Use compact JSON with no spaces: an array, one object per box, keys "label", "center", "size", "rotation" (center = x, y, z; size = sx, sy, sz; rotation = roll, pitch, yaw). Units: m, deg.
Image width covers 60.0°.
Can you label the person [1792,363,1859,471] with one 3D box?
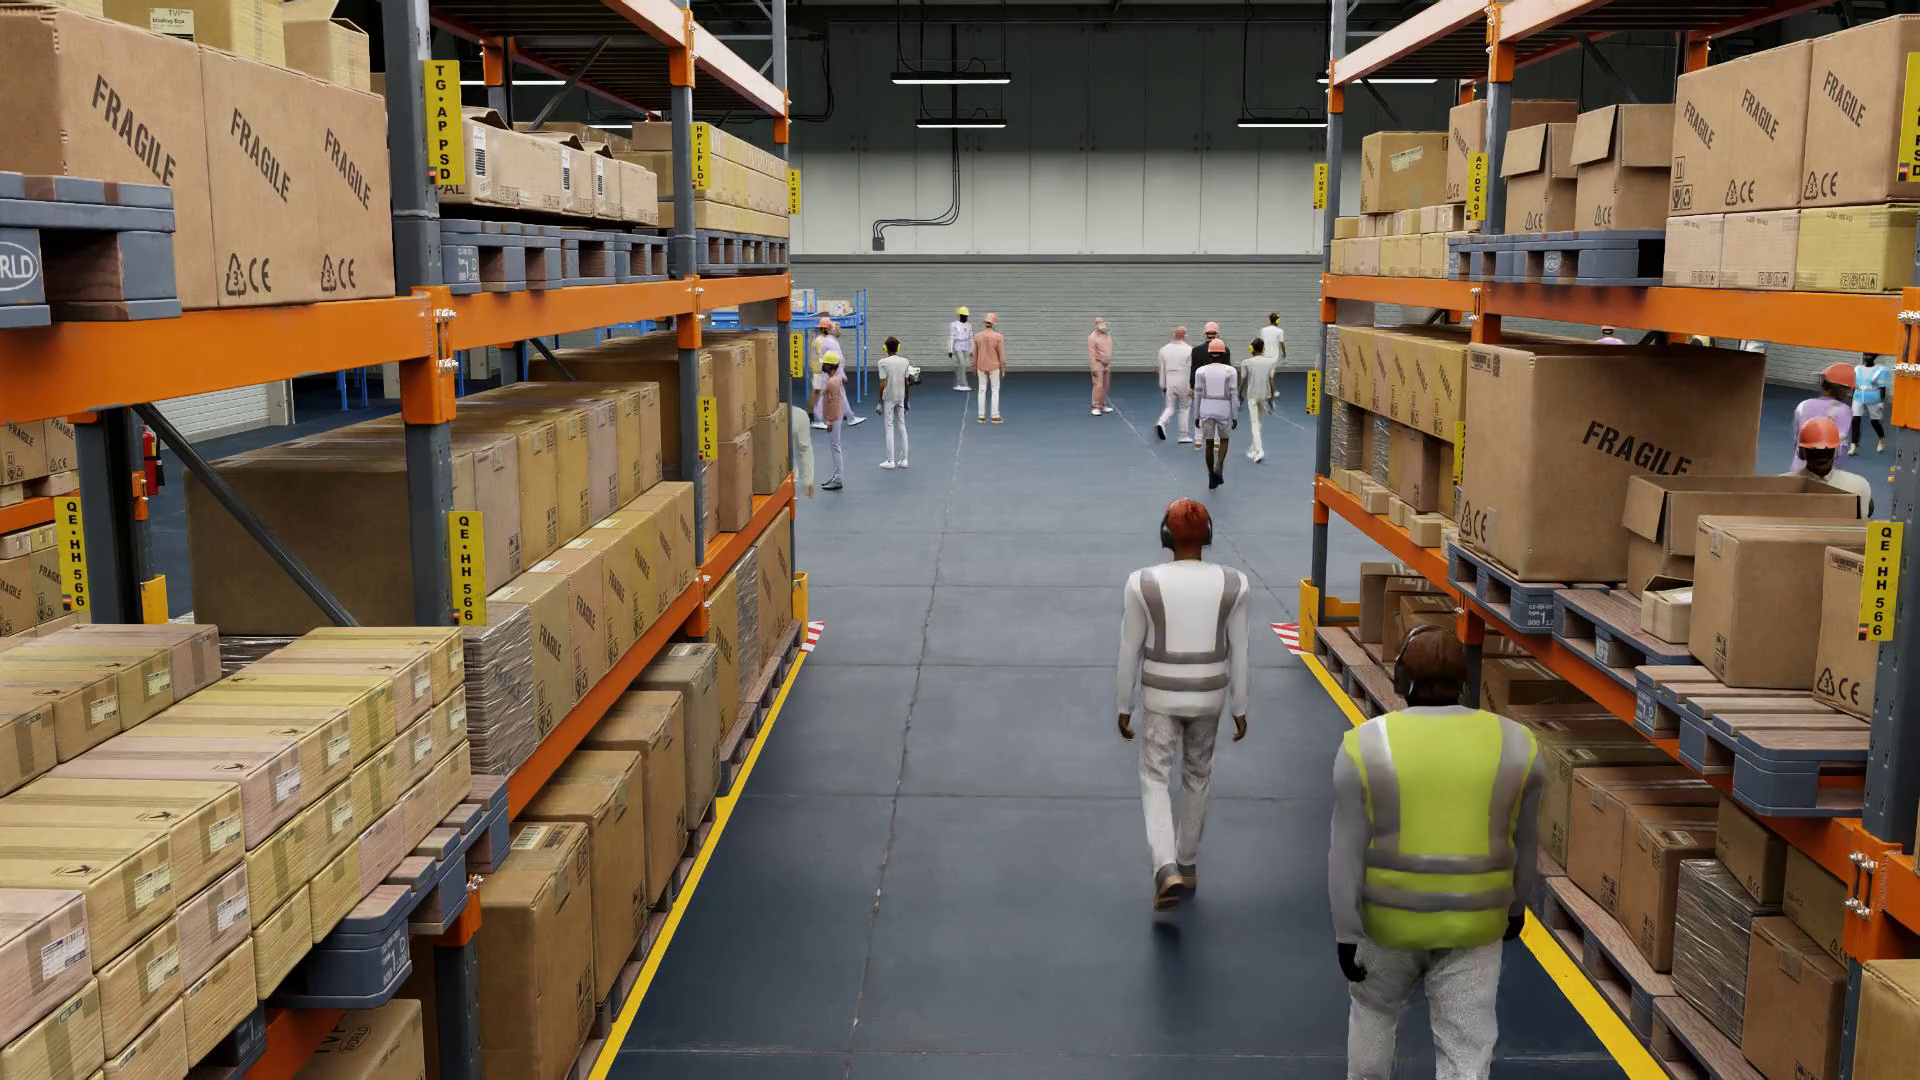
[{"label":"person","center":[7.847,-0.613,15.155],"size":[0.839,1.989,0.667],"rotation":[-5,11,-29]}]

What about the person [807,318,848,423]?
[{"label":"person","center":[-2.387,-3.056,30.079],"size":[0.929,1.891,0.572],"rotation":[1,10,9]}]

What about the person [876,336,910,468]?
[{"label":"person","center":[-0.952,-1.954,23.579],"size":[0.518,1.865,0.323],"rotation":[-6,11,-31]}]

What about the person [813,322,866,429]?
[{"label":"person","center":[-2.133,-2.872,29.097],"size":[0.986,1.859,0.648],"rotation":[-1,10,-6]}]

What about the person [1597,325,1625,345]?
[{"label":"person","center":[11.206,-2.866,28.888],"size":[0.583,1.909,0.822],"rotation":[2,10,11]}]

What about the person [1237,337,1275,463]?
[{"label":"person","center":[4.360,-2.062,24.388],"size":[0.520,1.823,0.983],"rotation":[-1,10,-8]}]

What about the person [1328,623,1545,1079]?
[{"label":"person","center":[1.452,1.147,5.176],"size":[0.649,1.813,0.808],"rotation":[1,10,6]}]

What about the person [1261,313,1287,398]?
[{"label":"person","center":[6.663,-3.871,35.147],"size":[0.568,1.830,0.893],"rotation":[8,13,41]}]

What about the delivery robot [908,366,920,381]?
[{"label":"delivery robot","center":[-1.326,-4.019,39.708],"size":[0.707,0.478,0.477],"rotation":[4,10,23]}]

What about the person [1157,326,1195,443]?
[{"label":"person","center":[3.491,-2.491,26.748],"size":[0.651,1.890,0.627],"rotation":[8,12,39]}]

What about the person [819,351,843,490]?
[{"label":"person","center":[-1.655,-1.545,21.410],"size":[0.309,1.772,0.525],"rotation":[-1,10,-4]}]

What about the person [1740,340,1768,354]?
[{"label":"person","center":[17.054,-4.031,35.763],"size":[0.603,1.949,0.388],"rotation":[-1,10,-6]}]

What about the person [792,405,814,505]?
[{"label":"person","center":[-1.578,-0.512,14.779],"size":[0.655,1.914,0.803],"rotation":[-5,10,-25]}]

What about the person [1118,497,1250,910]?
[{"label":"person","center":[1.010,0.730,7.518],"size":[0.594,1.861,0.806],"rotation":[0,9,-2]}]

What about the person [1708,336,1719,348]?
[{"label":"person","center":[17.407,-4.482,38.778],"size":[0.504,1.847,0.345],"rotation":[4,10,23]}]

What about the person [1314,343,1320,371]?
[{"label":"person","center":[7.304,-3.450,32.959],"size":[0.552,1.714,0.907],"rotation":[9,13,42]}]

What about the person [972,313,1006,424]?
[{"label":"person","center":[0.529,-3.099,30.111],"size":[0.648,1.979,0.400],"rotation":[4,10,21]}]

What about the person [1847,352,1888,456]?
[{"label":"person","center":[13.775,-2.117,25.164],"size":[0.799,1.668,0.537],"rotation":[-7,12,-36]}]

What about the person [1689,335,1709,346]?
[{"label":"person","center":[14.251,-3.348,32.141],"size":[0.433,1.807,0.736],"rotation":[8,12,39]}]

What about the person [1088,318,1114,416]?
[{"label":"person","center":[2.687,-3.312,31.722],"size":[0.475,1.865,0.725],"rotation":[8,12,40]}]

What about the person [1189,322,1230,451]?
[{"label":"person","center":[3.859,-2.369,25.714],"size":[0.633,1.977,0.436],"rotation":[2,10,11]}]

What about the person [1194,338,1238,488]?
[{"label":"person","center":[3.304,-1.638,21.500],"size":[0.573,1.923,0.402],"rotation":[2,10,13]}]

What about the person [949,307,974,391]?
[{"label":"person","center":[0.127,-4.289,37.439],"size":[0.620,1.897,0.807],"rotation":[-9,13,-44]}]

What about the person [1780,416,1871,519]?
[{"label":"person","center":[5.237,0.219,10.226],"size":[0.636,1.970,0.473],"rotation":[2,10,14]}]

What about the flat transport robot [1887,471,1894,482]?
[{"label":"flat transport robot","center":[12.887,-0.902,22.165],"size":[0.652,0.197,1.431],"rotation":[8,12,40]}]
